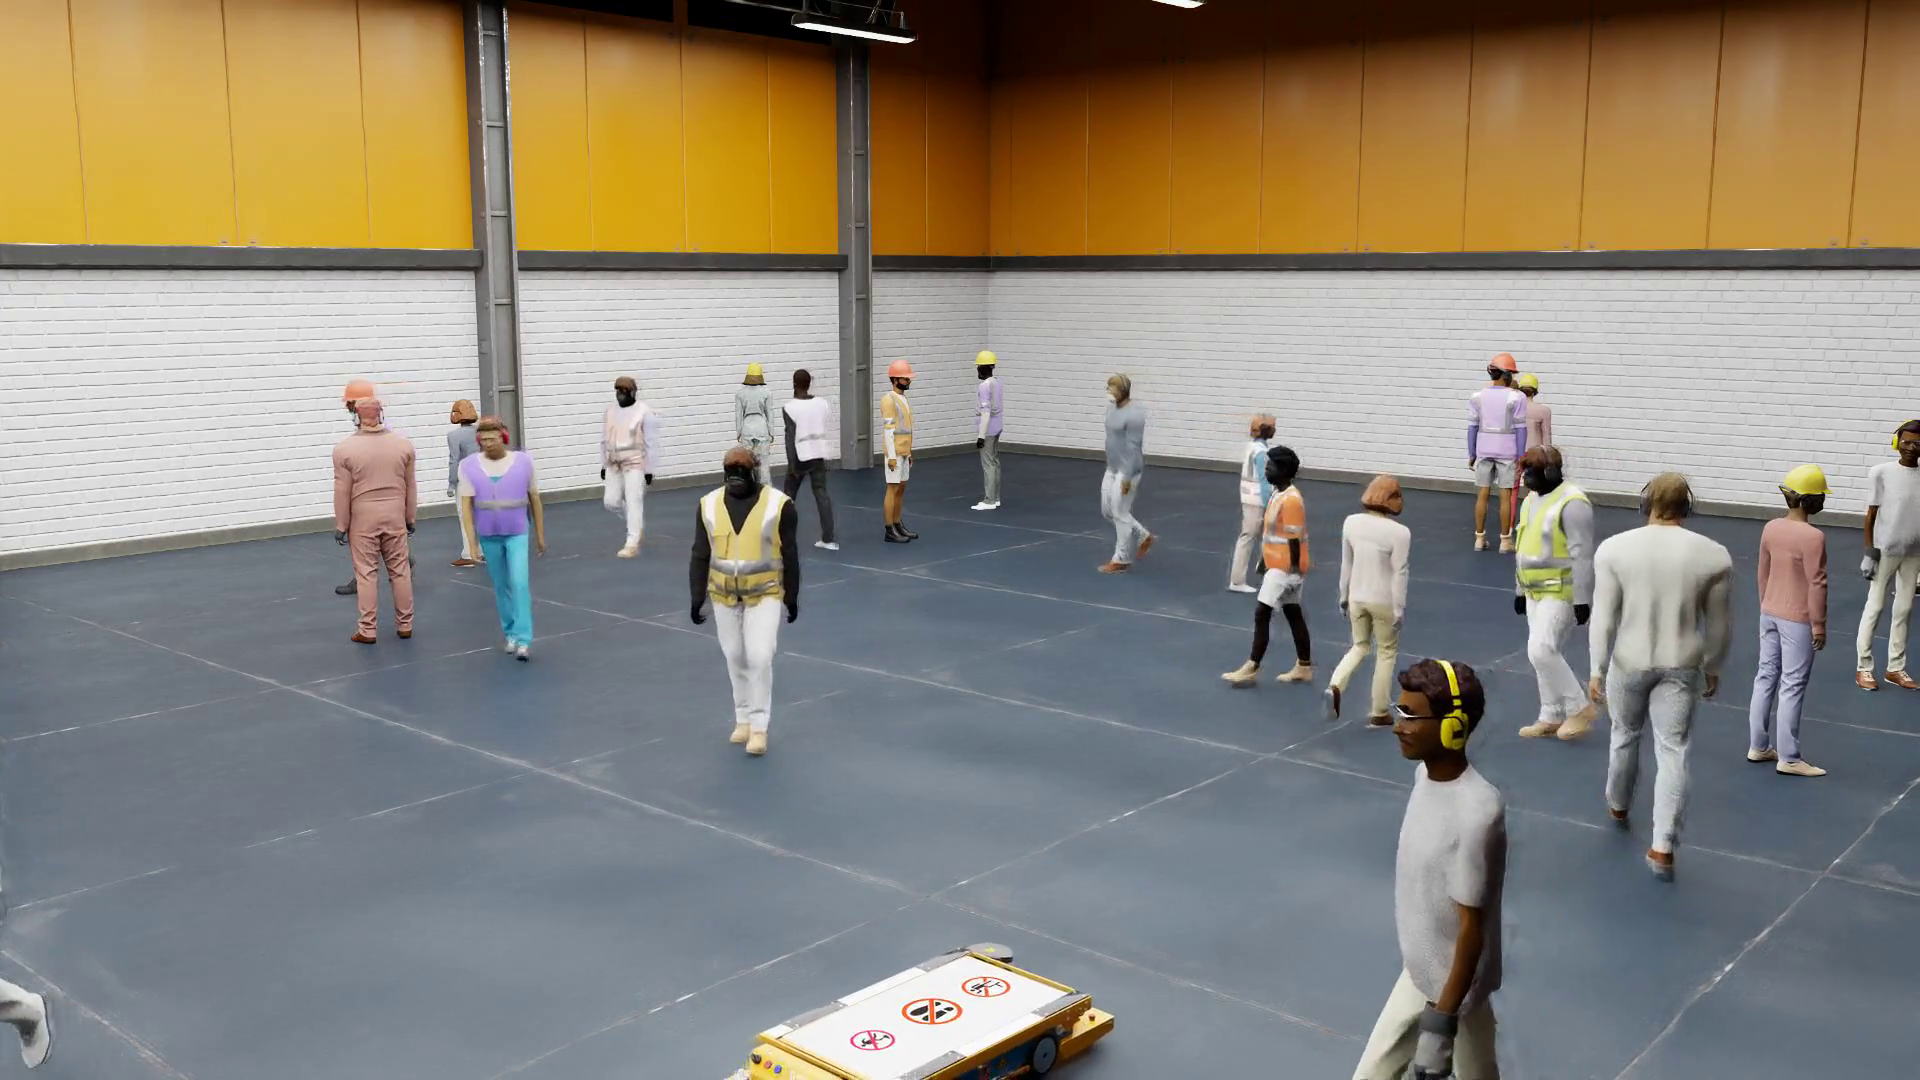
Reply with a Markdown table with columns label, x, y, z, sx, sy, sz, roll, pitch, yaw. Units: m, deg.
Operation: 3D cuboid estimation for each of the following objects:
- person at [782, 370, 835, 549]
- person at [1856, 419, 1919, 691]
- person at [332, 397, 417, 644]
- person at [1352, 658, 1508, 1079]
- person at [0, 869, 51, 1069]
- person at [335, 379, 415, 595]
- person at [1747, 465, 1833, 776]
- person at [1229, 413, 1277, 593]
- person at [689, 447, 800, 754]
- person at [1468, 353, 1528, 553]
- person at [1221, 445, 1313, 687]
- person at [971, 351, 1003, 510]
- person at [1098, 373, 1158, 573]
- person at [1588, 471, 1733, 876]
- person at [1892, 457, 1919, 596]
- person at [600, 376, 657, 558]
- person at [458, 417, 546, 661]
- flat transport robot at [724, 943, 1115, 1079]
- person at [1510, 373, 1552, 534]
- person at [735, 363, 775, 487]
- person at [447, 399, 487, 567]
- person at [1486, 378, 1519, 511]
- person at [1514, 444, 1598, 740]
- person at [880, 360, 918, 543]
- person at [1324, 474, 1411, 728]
| label | x | y | z | sx | sy | sz | roll | pitch | yaw |
| --- | --- | --- | --- | --- | --- | --- | --- | --- | --- |
| person | -1.642 | -0.850 | 17.416 | 0.577 | 1.853 | 1.012 | -7 | 11 | -37 |
| person | 6.432 | 0.104 | 11.364 | 0.519 | 1.865 | 0.335 | 0 | 9 | 0 |
| person | -4.515 | -0.150 | 12.841 | 0.638 | 1.903 | 0.408 | -7 | 12 | -38 |
| person | 1.314 | 1.217 | 4.536 | 0.971 | 1.818 | 0.540 | -1 | 9 | -6 |
| person | -3.375 | 1.147 | 5.539 | 0.538 | 1.621 | 0.549 | 1 | 9 | 7 |
| person | -5.277 | -0.482 | 14.853 | 0.640 | 1.921 | 0.588 | -3 | 10 | -19 |
| person | 4.753 | 0.451 | 9.483 | 0.315 | 1.769 | 0.523 | -1 | 9 | -9 |
| person | 2.755 | -0.317 | 14.759 | 0.757 | 1.608 | 0.546 | 1 | 9 | 4 |
| person | -1.311 | 0.362 | 9.893 | 0.646 | 1.818 | 0.725 | 2 | 9 | 11 |
| person | 5.504 | -0.884 | 17.023 | 0.605 | 2.038 | 0.394 | 7 | 12 | 39 |
| person | 2.117 | 0.190 | 11.437 | 0.762 | 1.669 | 0.547 | 1 | 9 | 4 |
| person | 0.328 | -1.323 | 20.118 | 0.366 | 1.926 | 0.594 | 3 | 9 | 17 |
| person | 1.613 | -0.635 | 15.845 | 0.573 | 1.920 | 0.637 | -3 | 10 | -20 |
| person | 3.413 | 0.605 | 8.145 | 0.645 | 1.877 | 1.057 | 3 | 9 | 17 |
| person | 8.468 | -0.389 | 14.457 | 0.312 | 1.864 | 0.530 | -3 | 10 | -20 |
| person | -3.338 | -0.748 | 16.814 | 0.646 | 1.829 | 0.526 | 4 | 10 | 25 |
| person | -3.360 | 0.003 | 12.187 | 0.580 | 1.794 | 0.926 | -1 | 9 | -8 |
| flat transport robot | -0.149 | 1.776 | 5.848 | 0.652 | 0.197 | 1.431 | 8 | 12 | 42 |
| person | 6.172 | -0.928 | 18.135 | 0.525 | 1.772 | 0.306 | 5 | 10 | 28 |
| person | -2.567 | -1.349 | 20.862 | 0.493 | 1.743 | 0.295 | 0 | 9 | 0 |
| person | -4.806 | -0.557 | 16.229 | 0.279 | 1.633 | 0.501 | 4 | 10 | 25 |
| person | 6.495 | -1.119 | 19.816 | 0.519 | 1.618 | 0.635 | 7 | 12 | 38 |
| person | 3.591 | 0.330 | 10.105 | 0.437 | 1.815 | 0.672 | -1 | 9 | -6 |
| person | -0.640 | -0.941 | 17.692 | 0.355 | 1.939 | 0.543 | 3 | 9 | 17 |
| person | 2.533 | 0.392 | 10.312 | 0.519 | 1.612 | 0.511 | -8 | 12 | -40 |
